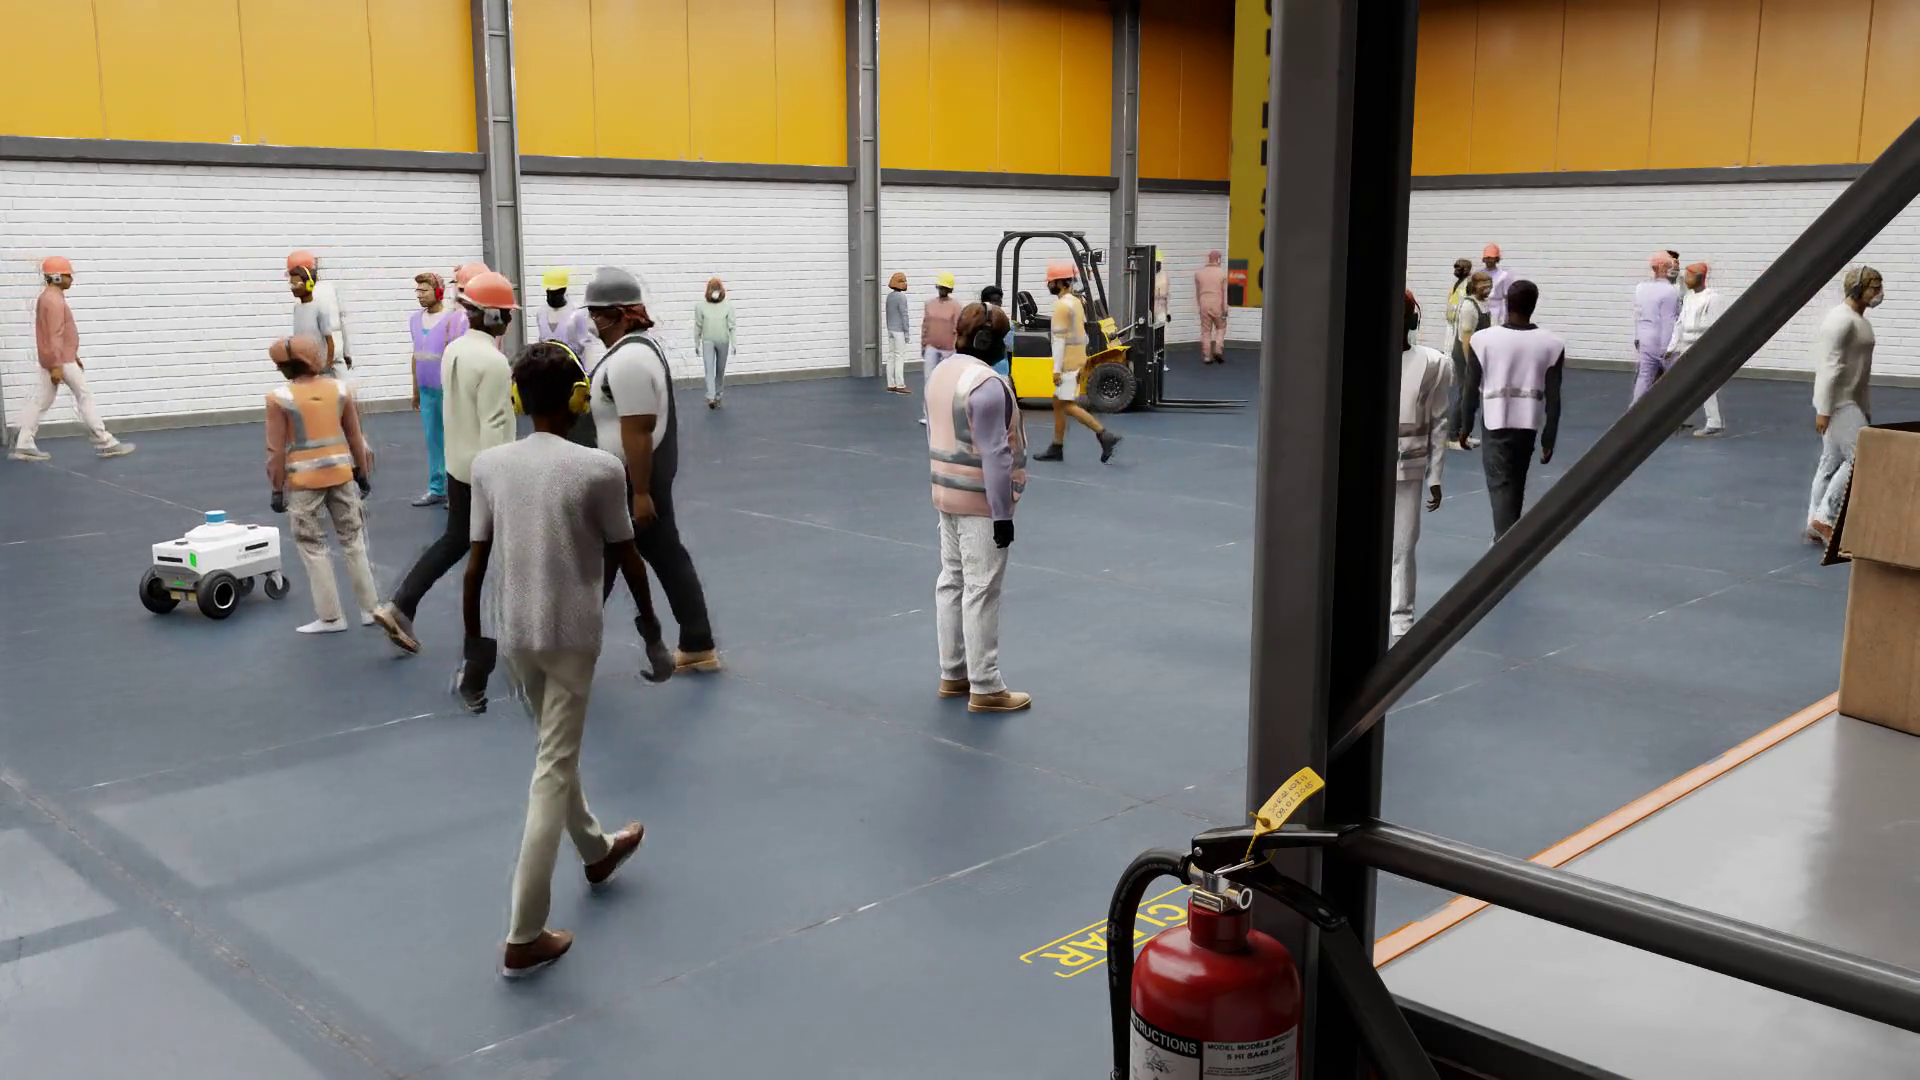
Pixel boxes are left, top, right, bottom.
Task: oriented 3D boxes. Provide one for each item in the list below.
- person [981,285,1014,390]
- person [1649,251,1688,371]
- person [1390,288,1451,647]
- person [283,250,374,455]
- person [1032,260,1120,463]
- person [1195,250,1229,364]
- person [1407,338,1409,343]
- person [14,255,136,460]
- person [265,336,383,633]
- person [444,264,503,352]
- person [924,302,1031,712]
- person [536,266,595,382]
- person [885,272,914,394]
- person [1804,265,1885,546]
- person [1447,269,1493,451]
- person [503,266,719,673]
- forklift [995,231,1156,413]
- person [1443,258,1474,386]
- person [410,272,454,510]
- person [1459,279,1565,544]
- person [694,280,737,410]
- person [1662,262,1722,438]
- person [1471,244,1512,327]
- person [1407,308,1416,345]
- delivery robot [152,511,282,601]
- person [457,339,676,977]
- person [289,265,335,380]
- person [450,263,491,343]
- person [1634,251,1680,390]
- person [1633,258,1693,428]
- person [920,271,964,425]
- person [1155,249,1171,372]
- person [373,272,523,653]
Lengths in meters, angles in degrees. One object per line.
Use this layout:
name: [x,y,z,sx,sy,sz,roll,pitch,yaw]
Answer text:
person: [0.263,-1.588,15.790,0.531,1.672,0.749,-4,11,-19]
person: [10.175,-3.211,23.999,0.617,1.920,1.001,-2,11,-13]
person: [2.149,-0.329,8.372,0.574,1.882,0.356,2,11,12]
person: [-6.032,-1.766,15.931,0.641,1.991,0.698,3,11,15]
person: [1.092,-1.651,15.534,0.813,1.910,0.545,3,11,18]
person: [4.218,-3.871,27.694,0.638,1.886,0.474,5,12,26]
person: [3.915,-1.459,15.267,0.634,1.613,0.511,2,11,10]
person: [-8.558,-1.729,15.849,1.029,1.945,0.607,-9,14,-40]
person: [-3.408,-0.297,8.963,0.317,1.609,0.656,8,13,37]
person: [-3.747,-1.148,12.772,0.407,1.909,0.638,2,11,11]
person: [0.085,-0.148,7.516,0.429,1.838,0.622,-5,12,-25]
person: [-3.408,-1.472,14.648,0.633,1.880,0.951,5,12,25]
person: [-0.832,-2.796,22.502,0.279,1.634,0.497,-6,12,-31]
person: [6.009,-0.879,11.229,0.493,1.925,0.640,8,13,38]
person: [5.045,-1.768,16.427,0.455,1.803,0.551,8,13,37]
person: [-1.658,-0.333,7.958,1.030,2.000,0.704,0,10,-2]
forklift: [1.222,-2.721,20.561,2.313,2.155,1.214,2,11,13]
person: [7.122,-3.055,23.426,0.812,1.819,0.625,-3,11,-14]
person: [-4.057,-1.163,13.025,0.570,1.840,0.372,6,12,28]
person: [3.507,-0.717,10.562,0.588,1.868,1.031,1,10,4]
person: [-2.978,-2.378,20.331,0.511,1.575,0.872,-2,11,-13]
person: [7.694,-1.997,17.556,0.932,1.839,0.587,0,10,-2]
person: [7.767,-3.352,24.557,0.618,1.983,1.052,9,13,39]
person: [4.831,-2.084,18.599,0.514,1.641,0.315,3,11,17]
delivery robot: [-4.243,0.076,9.520,0.477,0.478,0.707,4,11,20]
person: [-1.178,0.314,5.046,0.520,1.816,0.954,4,11,21]
person: [-5.756,-1.495,14.775,0.532,1.866,0.308,8,13,36]
person: [-3.407,-0.985,11.801,0.373,1.934,0.551,-5,12,-26]
person: [8.319,-2.467,19.864,0.547,1.942,0.350,-2,11,-9]
person: [7.856,-2.174,18.450,0.743,1.880,0.658,-1,10,-5]
person: [-0.209,-2.140,18.665,0.553,1.725,0.641,4,11,21]
person: [3.055,-3.569,25.942,0.640,1.907,0.707,-5,11,-23]
person: [-2.517,-0.385,8.493,0.621,1.953,0.965,10,14,44]
